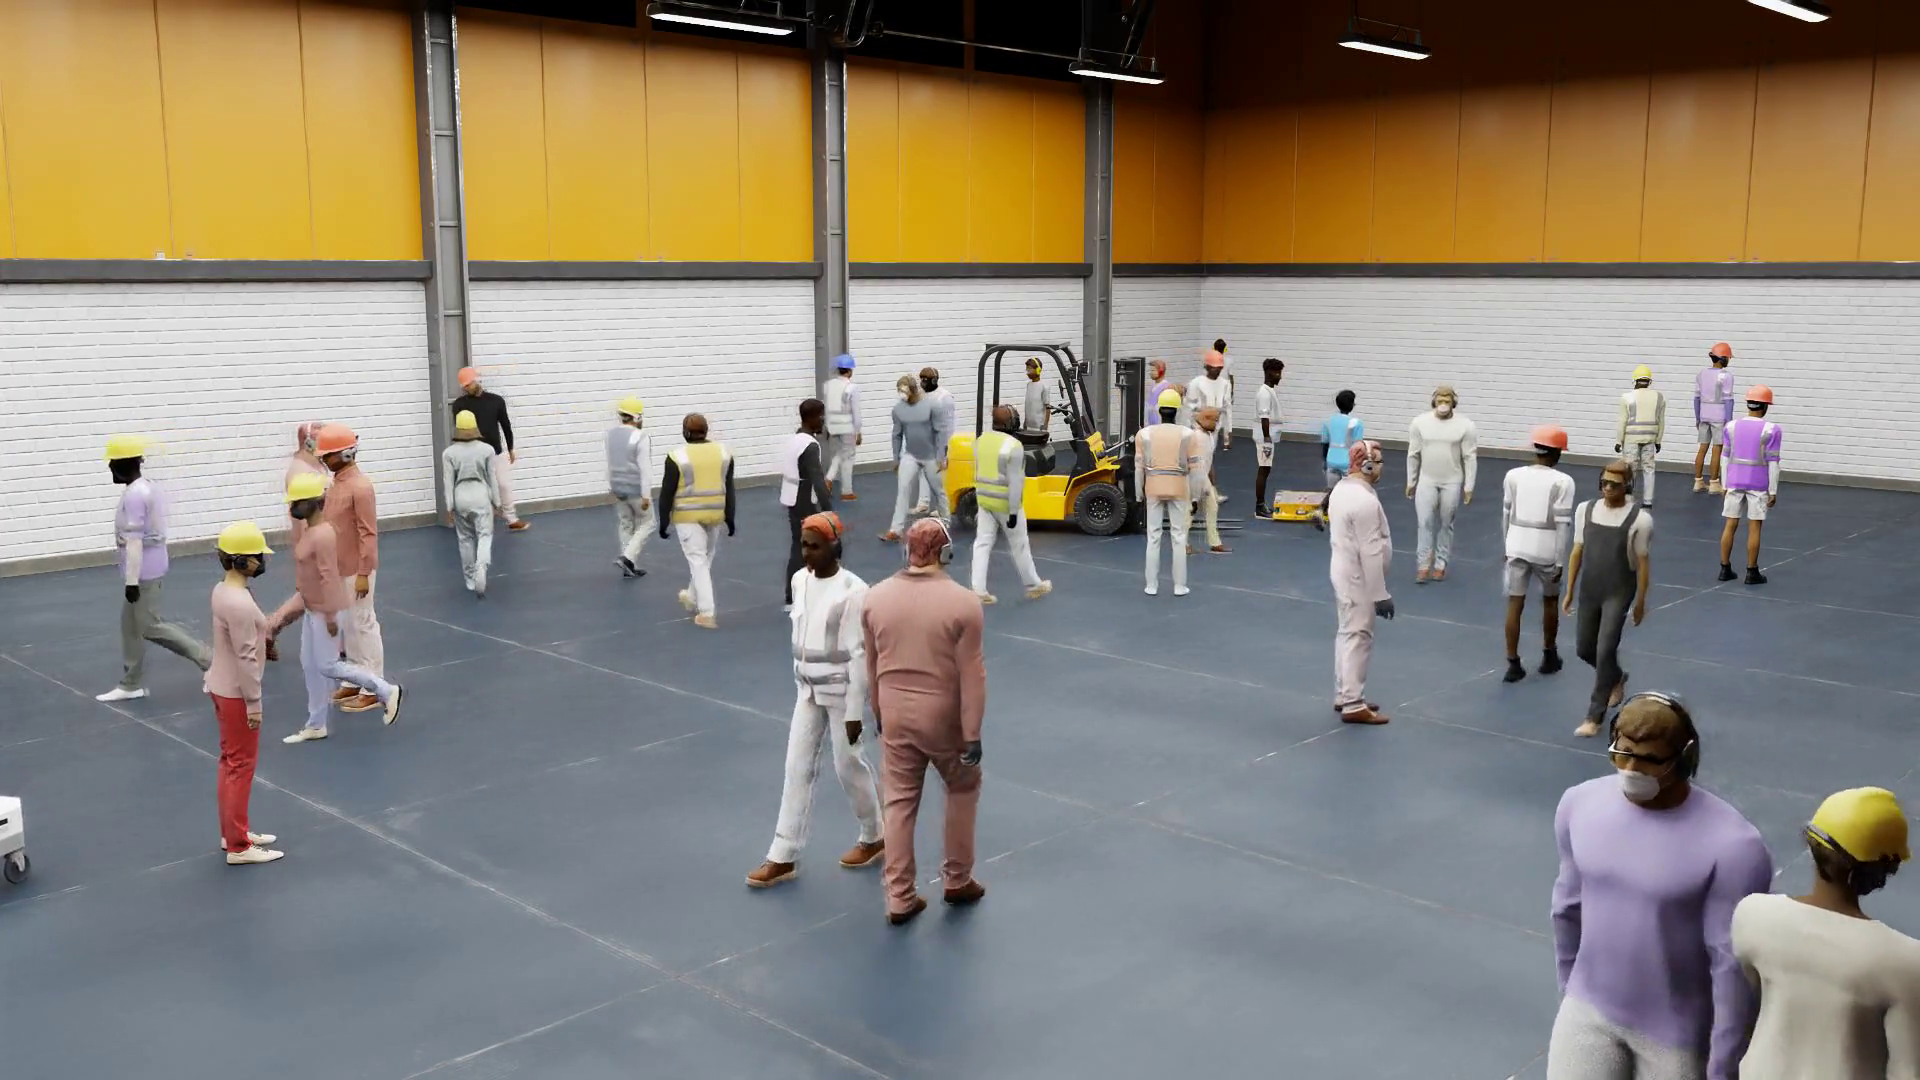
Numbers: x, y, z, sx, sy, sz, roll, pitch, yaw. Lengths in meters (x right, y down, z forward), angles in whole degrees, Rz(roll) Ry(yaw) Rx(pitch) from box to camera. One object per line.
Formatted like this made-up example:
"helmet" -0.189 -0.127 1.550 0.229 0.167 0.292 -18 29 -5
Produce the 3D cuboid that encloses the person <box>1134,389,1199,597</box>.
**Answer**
"person" 1.914 -0.433 15.430 0.594 1.924 0.382 1 9 9

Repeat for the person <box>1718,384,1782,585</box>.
"person" 7.631 -0.534 16.050 0.382 1.929 0.540 -9 13 -43

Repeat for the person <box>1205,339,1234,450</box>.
"person" 4.337 -2.432 27.853 0.518 1.874 0.330 1 9 8

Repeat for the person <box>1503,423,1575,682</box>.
"person" 4.302 0.083 12.363 0.566 1.897 0.855 7 12 37

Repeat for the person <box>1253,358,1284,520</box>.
"person" 3.747 -1.235 20.232 0.367 1.964 0.603 2 9 11

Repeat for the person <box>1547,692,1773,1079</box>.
"person" 1.973 1.330 4.709 0.889 1.905 0.630 -8 12 -39

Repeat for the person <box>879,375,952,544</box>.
"person" -0.445 -0.886 18.401 0.677 1.875 0.853 4 10 23

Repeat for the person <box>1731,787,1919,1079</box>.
"person" 2.212 1.471 4.299 0.399 1.753 0.553 -9 13 -44

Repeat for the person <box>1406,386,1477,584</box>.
"person" 4.599 -0.512 15.948 0.662 1.910 0.832 3 10 20

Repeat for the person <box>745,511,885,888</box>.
"person" -0.672 0.777 8.243 0.814 1.855 0.600 -9 13 -44

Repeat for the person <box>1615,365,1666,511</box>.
"person" 8.495 -1.266 20.823 0.594 1.832 0.403 0 9 -1

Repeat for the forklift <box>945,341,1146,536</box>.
"forklift" 0.977 -1.223 19.452 2.313 2.155 1.214 2 9 11

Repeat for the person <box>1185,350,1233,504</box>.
"person" 3.228 -1.485 21.713 0.619 1.992 0.970 -5 11 -28

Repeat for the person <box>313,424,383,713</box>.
"person" -4.208 0.186 11.450 0.392 1.986 0.610 -8 12 -39

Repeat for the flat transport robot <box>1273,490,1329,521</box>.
"flat transport robot" 4.215 -0.430 20.471 0.652 0.197 1.431 2 9 13

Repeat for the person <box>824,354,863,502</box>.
"person" -1.515 -1.440 21.569 0.638 1.935 0.460 8 12 40

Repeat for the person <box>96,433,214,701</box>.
"person" -5.662 0.193 11.676 0.793 1.908 0.593 -4 10 -22

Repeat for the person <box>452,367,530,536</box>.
"person" -5.342 -1.005 18.902 0.795 1.940 0.457 -3 10 -19

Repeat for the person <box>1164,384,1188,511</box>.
"person" 2.665 -1.147 20.773 0.625 1.598 0.526 1 9 9

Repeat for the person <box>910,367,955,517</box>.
"person" -0.364 -1.203 20.414 0.634 1.839 0.429 8 12 39

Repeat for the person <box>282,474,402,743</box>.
"person" -4.022 0.431 10.694 0.653 1.746 0.521 -5 11 -30

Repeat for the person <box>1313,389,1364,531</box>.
"person" 4.296 -0.859 18.791 0.493 1.683 0.540 -8 12 -39

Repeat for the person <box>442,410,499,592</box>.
"person" -4.573 -0.353 15.556 0.490 1.724 0.711 -2 9 -12

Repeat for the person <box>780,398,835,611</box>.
"person" -1.283 -0.304 14.732 0.657 1.894 0.586 -2 10 -13

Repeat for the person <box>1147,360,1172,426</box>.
"person" 2.661 -1.468 22.028 0.373 1.840 0.571 -2 10 -14

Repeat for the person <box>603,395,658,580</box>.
"person" -3.208 -0.496 16.169 0.592 1.818 0.441 6 11 33

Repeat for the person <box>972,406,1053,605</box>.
"person" 0.442 -0.322 15.108 0.922 1.796 0.638 -9 13 -44

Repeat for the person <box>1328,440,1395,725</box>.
"person" 2.682 0.277 11.145 0.403 1.907 0.667 0 9 -1

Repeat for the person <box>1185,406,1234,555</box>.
"person" 2.607 -0.614 17.511 0.671 1.603 0.517 4 10 21

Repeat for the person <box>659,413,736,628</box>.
"person" -2.316 -0.189 14.296 0.654 1.802 0.901 -7 12 -37

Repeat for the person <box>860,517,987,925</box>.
"person" -0.133 0.830 7.826 0.670 1.878 0.723 4 10 24

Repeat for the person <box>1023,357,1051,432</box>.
"person" 0.995 -1.489 22.101 0.328 1.865 0.518 -6 11 -33

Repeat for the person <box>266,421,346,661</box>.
"person" -5.024 0.019 12.808 0.812 1.881 0.651 -2 9 -12

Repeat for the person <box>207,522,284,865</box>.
"person" -3.661 0.778 8.529 0.348 1.756 0.518 -6 11 -33

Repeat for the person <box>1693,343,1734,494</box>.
"person" 10.218 -1.642 22.484 0.381 2.041 0.616 -4 10 -21

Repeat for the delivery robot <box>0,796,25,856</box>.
"delivery robot" -4.858 1.423 7.955 0.477 0.478 0.707 2 10 13

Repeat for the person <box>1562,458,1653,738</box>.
"person" 4.282 0.354 10.931 0.741 1.823 0.518 -8 12 -42
